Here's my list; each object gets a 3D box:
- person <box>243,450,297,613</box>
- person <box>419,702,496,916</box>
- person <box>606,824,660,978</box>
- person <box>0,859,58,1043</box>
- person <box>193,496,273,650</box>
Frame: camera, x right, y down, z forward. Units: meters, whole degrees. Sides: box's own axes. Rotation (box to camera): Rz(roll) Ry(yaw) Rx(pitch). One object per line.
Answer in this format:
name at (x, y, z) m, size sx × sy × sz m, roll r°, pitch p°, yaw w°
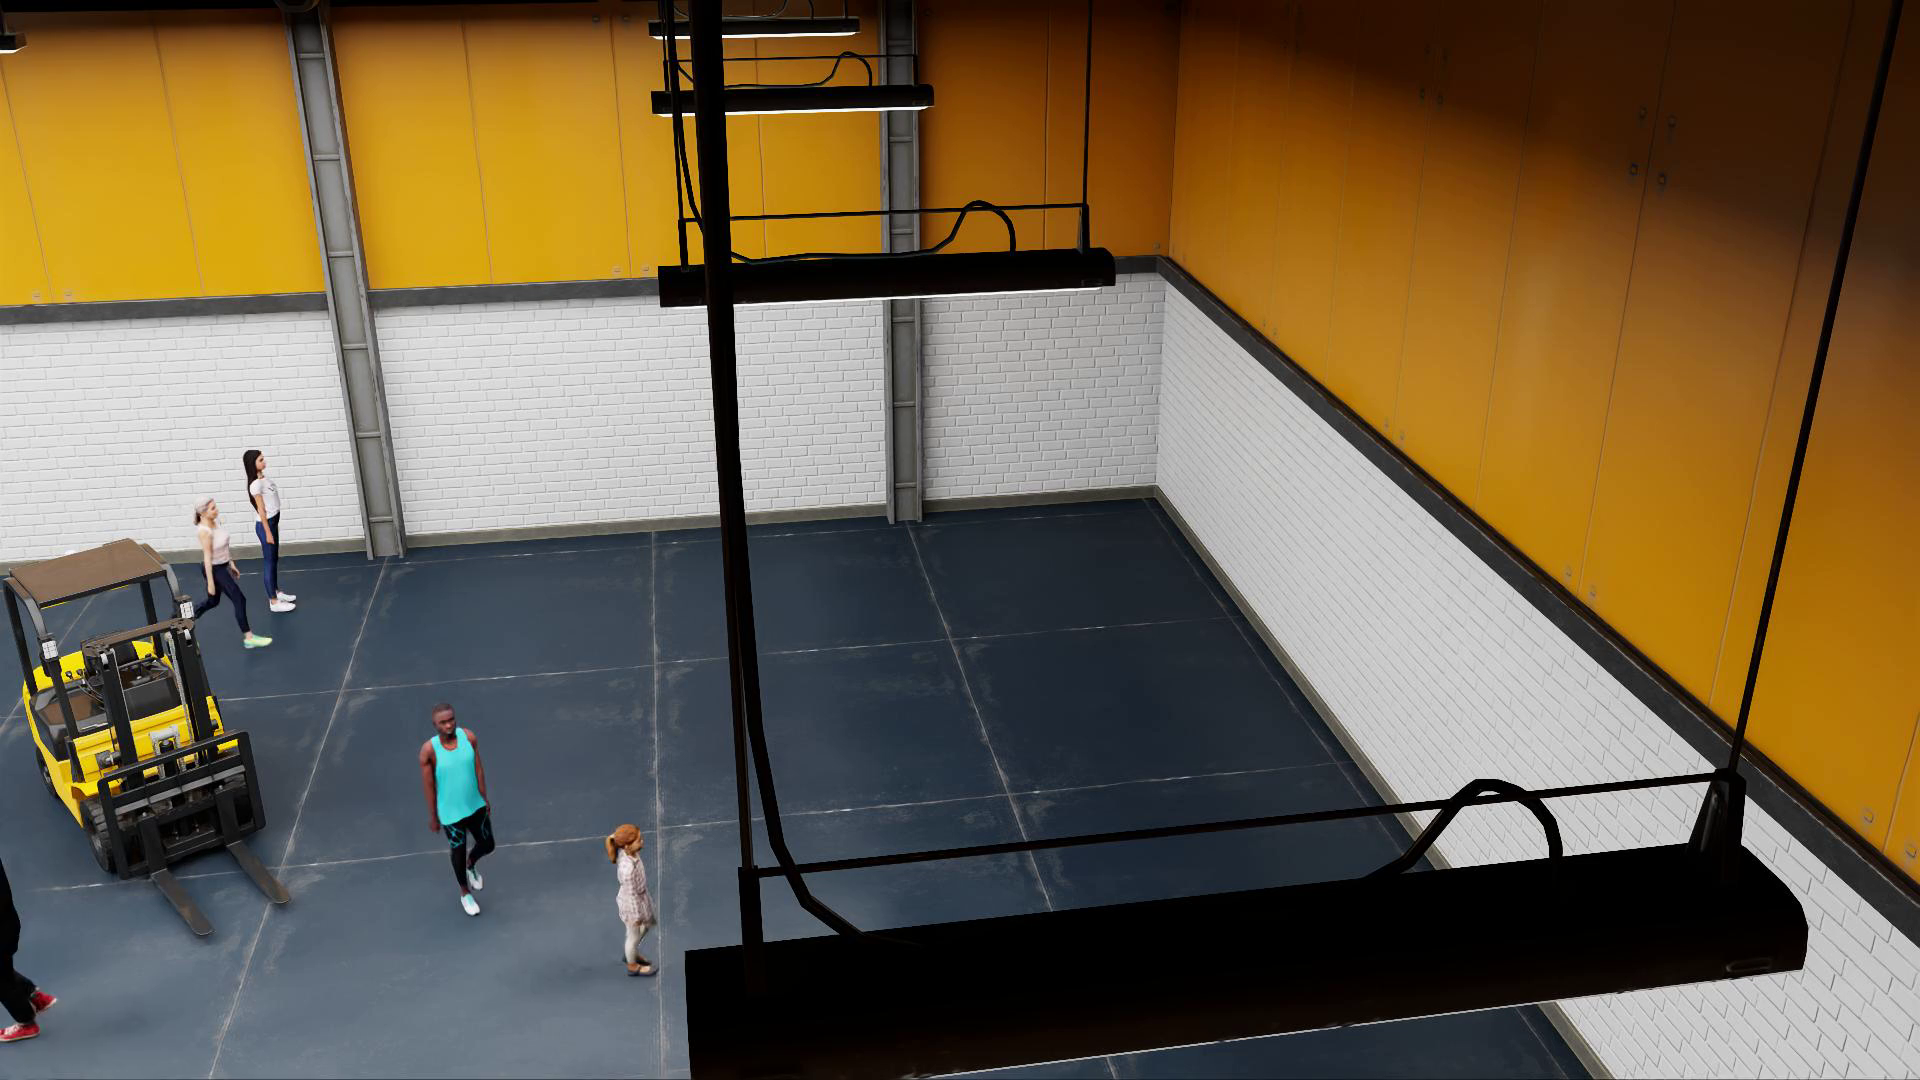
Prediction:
person at (-7.299, -0.111, 17.505) m, size 0.521 × 1.774 × 0.596 m, roll -6°, pitch 24°, yaw -12°
person at (-3.838, 1.998, 12.654) m, size 0.785 × 1.796 × 0.848 m, roll -17°, pitch 29°, yaw -34°
person at (-2.406, 2.588, 11.921) m, size 0.559 × 1.302 × 0.569 m, roll -1°, pitch 24°, yaw -2°
person at (-6.424, 2.657, 11.226) m, size 0.707 × 1.731 × 0.694 m, roll -6°, pitch 24°, yaw -14°
person at (-7.498, 0.359, 16.567) m, size 1.172 × 1.664 × 0.645 m, roll -5°, pitch 24°, yaw -12°
